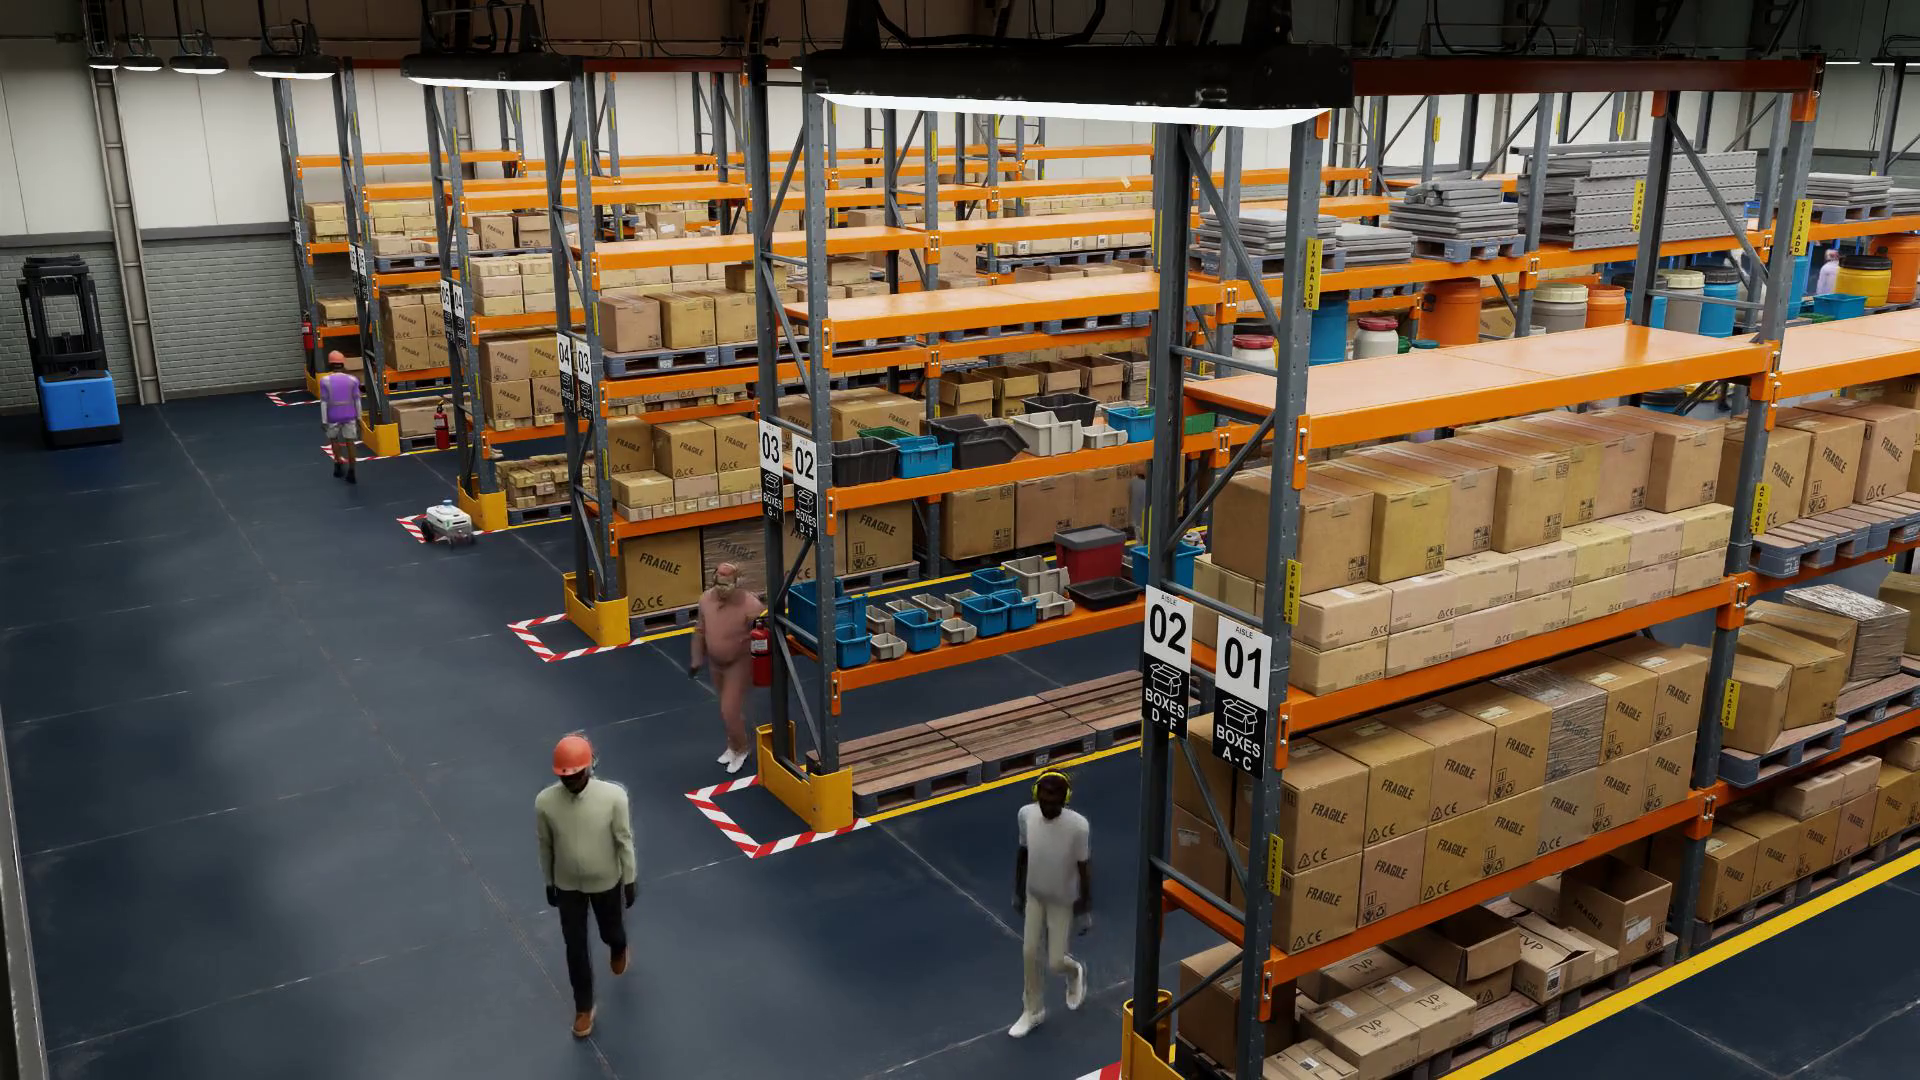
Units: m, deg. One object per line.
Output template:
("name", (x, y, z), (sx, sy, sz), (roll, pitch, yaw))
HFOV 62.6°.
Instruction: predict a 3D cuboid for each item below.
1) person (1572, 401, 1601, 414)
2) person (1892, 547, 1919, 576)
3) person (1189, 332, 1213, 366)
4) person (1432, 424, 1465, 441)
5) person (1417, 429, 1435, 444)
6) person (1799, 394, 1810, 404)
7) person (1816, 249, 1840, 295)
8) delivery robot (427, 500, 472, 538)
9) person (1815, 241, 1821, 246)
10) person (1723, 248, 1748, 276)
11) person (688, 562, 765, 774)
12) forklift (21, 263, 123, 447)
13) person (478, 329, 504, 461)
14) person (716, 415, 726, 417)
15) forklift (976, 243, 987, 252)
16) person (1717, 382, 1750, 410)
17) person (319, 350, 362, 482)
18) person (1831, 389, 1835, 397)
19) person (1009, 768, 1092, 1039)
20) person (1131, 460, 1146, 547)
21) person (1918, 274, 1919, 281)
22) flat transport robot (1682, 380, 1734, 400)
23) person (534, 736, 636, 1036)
("person", (10.427, -2.764, 26.264), (0.587, 1.891, 0.663), (-1, 17, -2))
("person", (9.161, 0.639, 15.151), (0.531, 1.870, 0.317), (9, 19, 28))
("person", (3.897, -2.644, 25.895), (1.026, 1.888, 0.632), (-10, 20, -29))
("person", (5.876, -0.592, 19.072), (0.356, 1.936, 0.551), (-12, 21, -34))
("person", (5.973, -0.888, 20.076), (0.667, 1.918, 0.639), (-7, 18, -21))
("person", (14.796, -2.976, 27.391), (0.307, 1.642, 0.514), (10, 20, 30))
("person", (19.553, -5.595, 35.561), (0.660, 1.883, 0.455), (-6, 18, -19))
("delivery robot", (-6.562, -0.270, 20.262), (0.477, 0.478, 0.707), (-14, 22, -38))
("person", (28.434, -10.606, 52.496), (0.509, 1.585, 0.793), (-4, 17, -13))
("person", (20.786, -7.616, 42.176), (0.955, 1.905, 0.632), (15, 23, 41))
("person", (-2.027, 1.093, 13.646), (0.659, 1.883, 0.585), (11, 20, 33))
("forklift", (-14.518, -3.079, 25.708), (1.129, 2.768, 1.873), (-10, 20, -31))
("person", (-7.313, -2.266, 24.402), (0.392, 2.033, 0.605), (-5, 18, -16))
("person", (-3.947, -2.611, 26.270), (0.520, 1.593, 0.815), (6, 18, 19))
("forklift", (0.988, -5.474, 34.718), (1.214, 2.155, 2.313), (-10, 20, -31))
("person", (13.813, -3.232, 27.821), (0.998, 1.879, 0.565), (-7, 18, -20))
("person", (-9.091, -1.831, 23.166), (0.587, 1.909, 0.729), (-10, 20, -29))
("person", (13.834, -2.284, 24.679), (0.399, 1.905, 0.643), (-1, 17, -3))
("person", (0.584, 2.243, 9.942), (0.594, 1.845, 0.514), (10, 20, 30))
("person", (2.111, -0.189, 18.283), (0.406, 1.620, 0.504), (-7, 18, -21))
("person", (20.432, -5.063, 33.835), (0.572, 1.886, 0.615), (-5, 18, -17))
("flat transport robot", (13.964, -2.820, 29.263), (1.431, 0.197, 0.652), (-13, 21, -37))
("person", (-2.374, 2.120, 10.106), (0.619, 1.977, 0.711), (-1, 17, -3))
